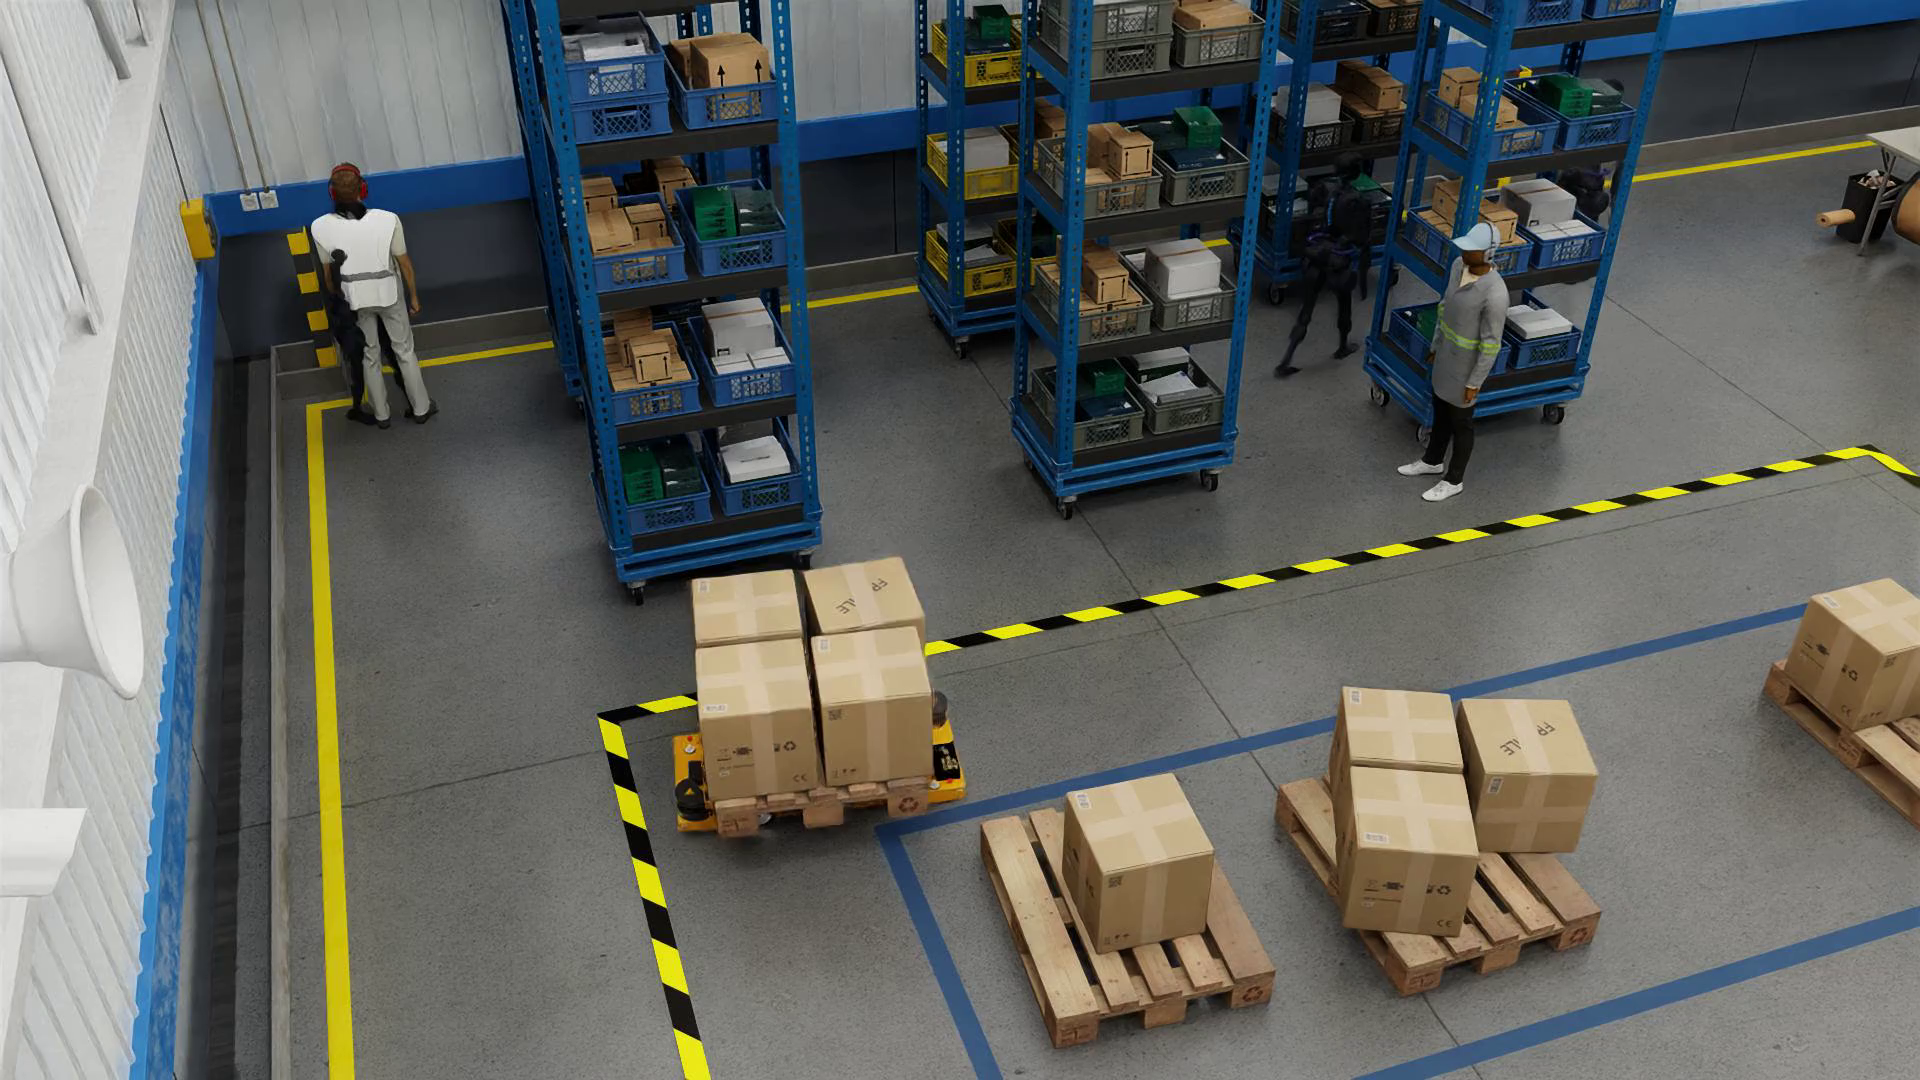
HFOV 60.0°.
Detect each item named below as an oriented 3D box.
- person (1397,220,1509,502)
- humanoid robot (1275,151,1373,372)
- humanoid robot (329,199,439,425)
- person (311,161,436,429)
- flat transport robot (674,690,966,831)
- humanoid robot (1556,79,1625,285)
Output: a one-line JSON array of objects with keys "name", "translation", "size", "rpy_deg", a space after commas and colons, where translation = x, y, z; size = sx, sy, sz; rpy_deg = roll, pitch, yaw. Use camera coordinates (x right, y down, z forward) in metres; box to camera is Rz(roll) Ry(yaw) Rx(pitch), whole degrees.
[{"name": "person", "translation": [3.060, -1.103, 10.246], "size": [0.374, 1.852, 0.588], "rpy_deg": [-9, 36, -12]}, {"name": "humanoid robot", "translation": [2.585, -1.941, 11.639], "size": [0.788, 1.645, 0.599], "rpy_deg": [-28, 44, -34]}, {"name": "humanoid robot", "translation": [-3.901, -1.496, 10.964], "size": [0.626, 1.630, 0.603], "rpy_deg": [10, 36, 13]}, {"name": "person", "translation": [-3.842, -1.569, 10.911], "size": [0.564, 1.846, 0.391], "rpy_deg": [-8, 36, -10]}, {"name": "flat transport robot", "translation": [-0.730, 1.107, 8.462], "size": [1.431, 0.197, 0.652], "rpy_deg": [-6, 36, -8]}, {"name": "humanoid robot", "translation": [4.720, -2.688, 12.656], "size": [0.597, 1.631, 0.609], "rpy_deg": [-19, 40, -25]}]
